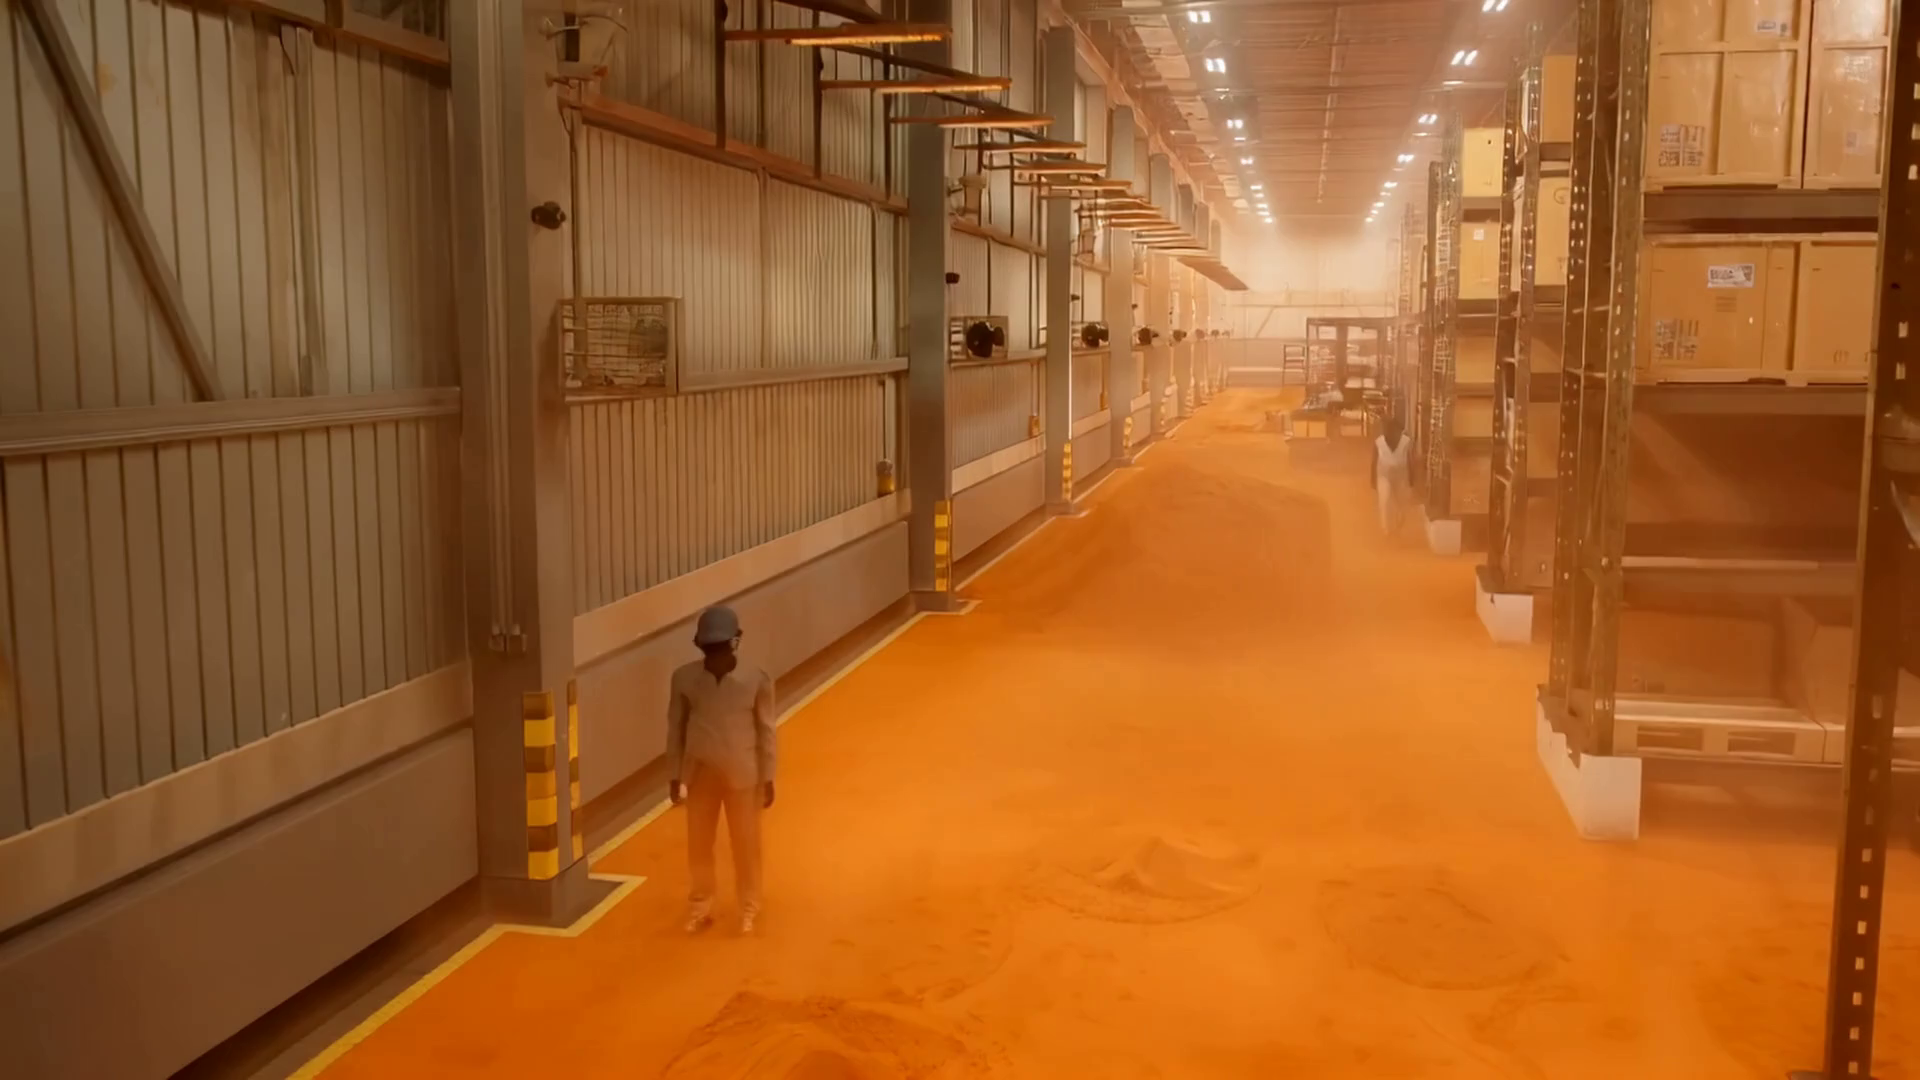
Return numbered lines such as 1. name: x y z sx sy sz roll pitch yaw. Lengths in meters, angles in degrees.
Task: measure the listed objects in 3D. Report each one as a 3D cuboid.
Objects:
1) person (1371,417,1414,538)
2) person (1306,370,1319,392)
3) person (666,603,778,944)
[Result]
1. person: 6.551 -0.959 25.254 0.634 1.826 0.712 1 7 9
2. person: 12.195 -4.990 57.479 0.563 1.838 0.388 -1 7 -8
3. person: -1.209 1.180 8.422 0.571 1.747 0.342 1 7 4
